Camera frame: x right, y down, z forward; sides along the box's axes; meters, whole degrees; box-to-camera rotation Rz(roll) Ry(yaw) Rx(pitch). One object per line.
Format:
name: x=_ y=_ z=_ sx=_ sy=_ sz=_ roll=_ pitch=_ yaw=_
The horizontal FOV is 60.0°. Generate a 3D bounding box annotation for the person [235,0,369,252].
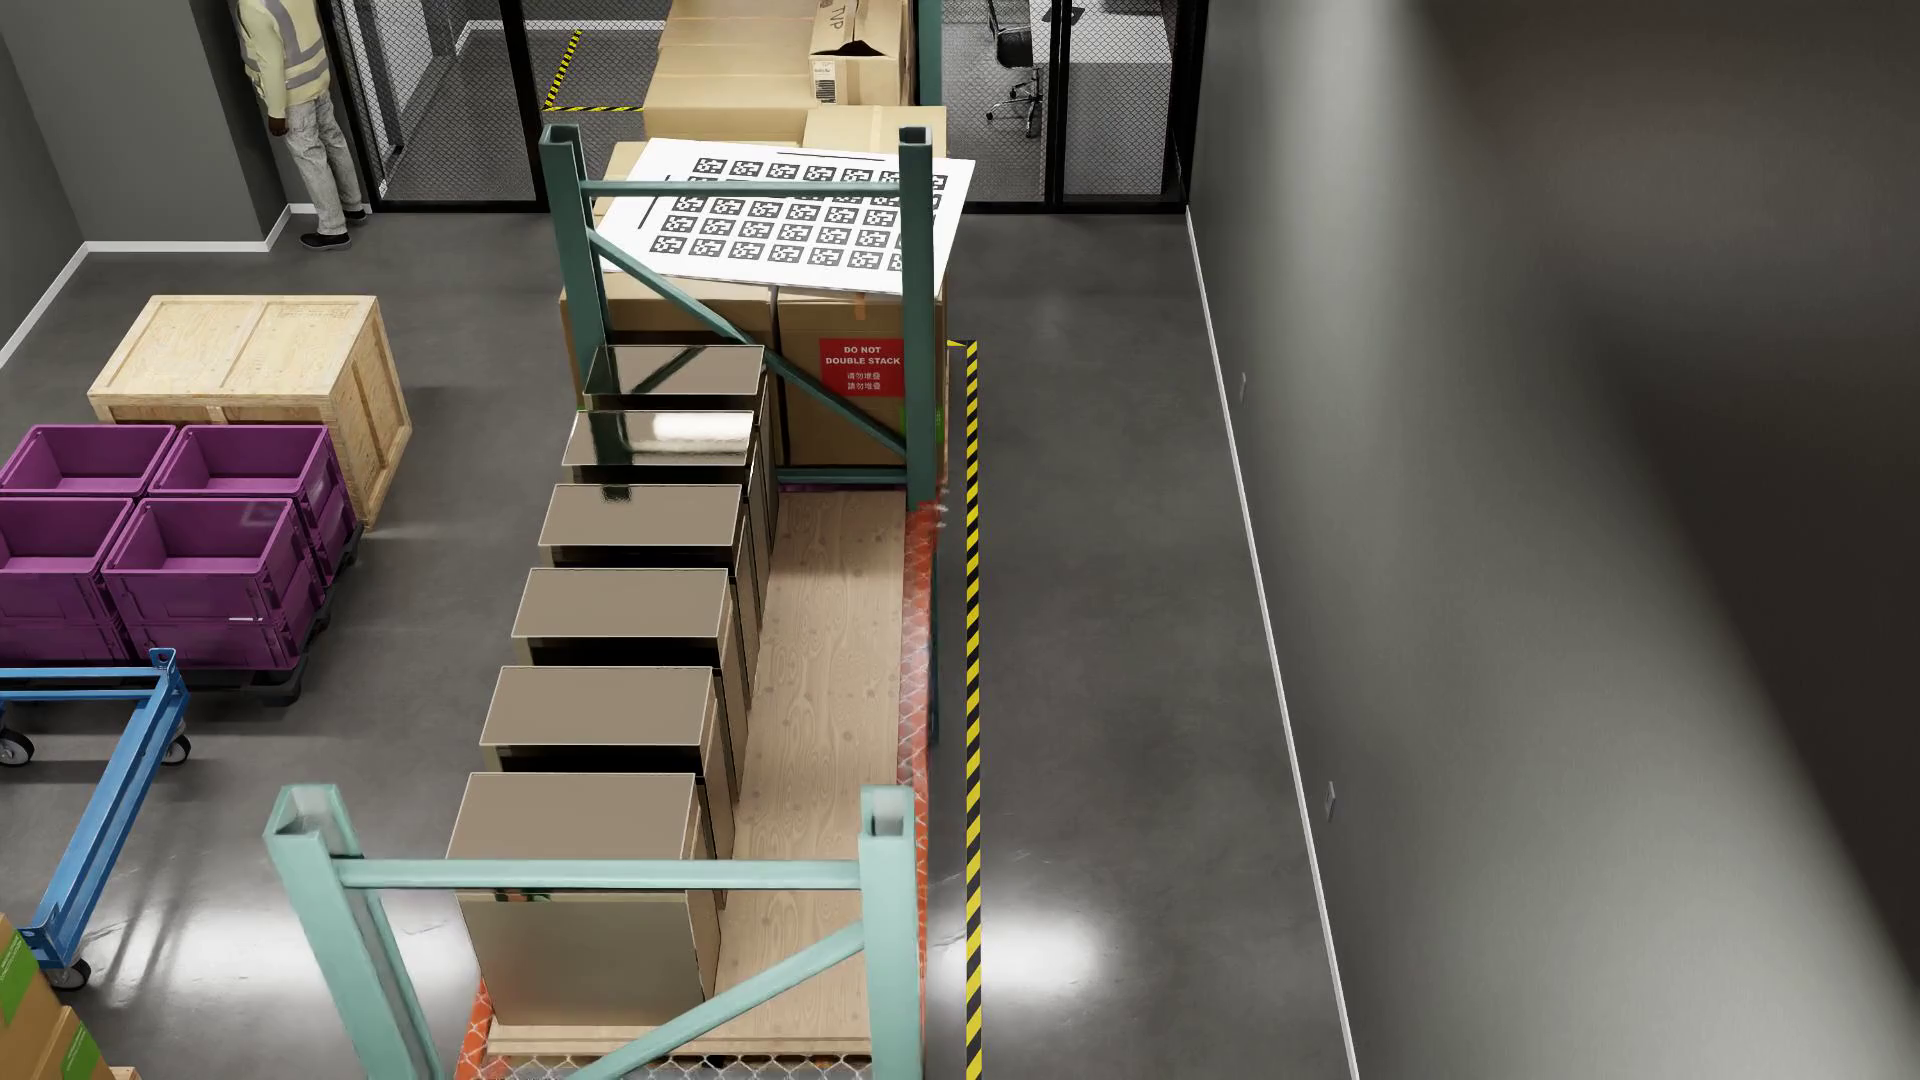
person: x=-3.494 y=-2.388 z=8.696 sx=0.403 sy=1.830 sz=0.601 roll=5 pitch=41 yaw=6
